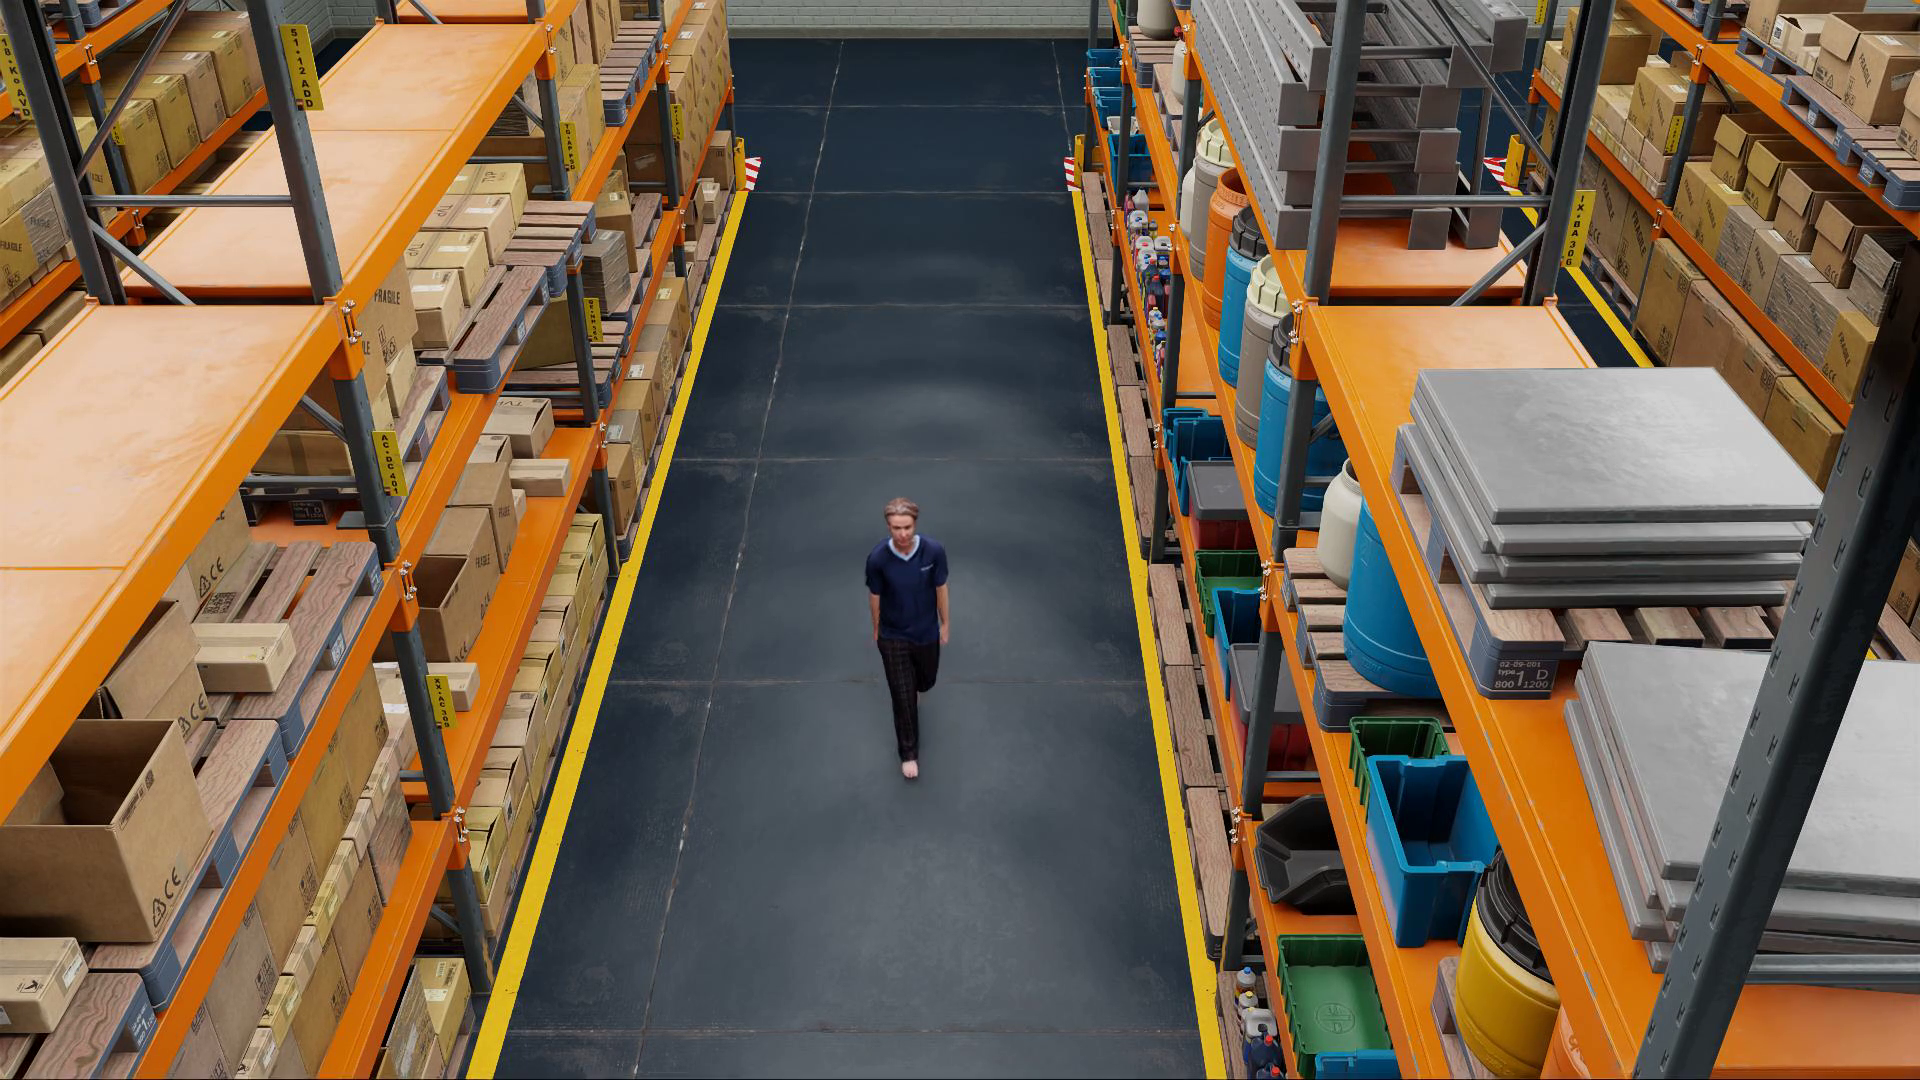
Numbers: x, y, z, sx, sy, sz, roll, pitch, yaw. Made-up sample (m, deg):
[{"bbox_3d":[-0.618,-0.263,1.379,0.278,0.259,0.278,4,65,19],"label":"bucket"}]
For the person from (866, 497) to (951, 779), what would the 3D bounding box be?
[{"bbox_3d":[-0.322,0.522,10.296,0.798,1.841,1.129,-6,33,-8],"label":"person"}]
